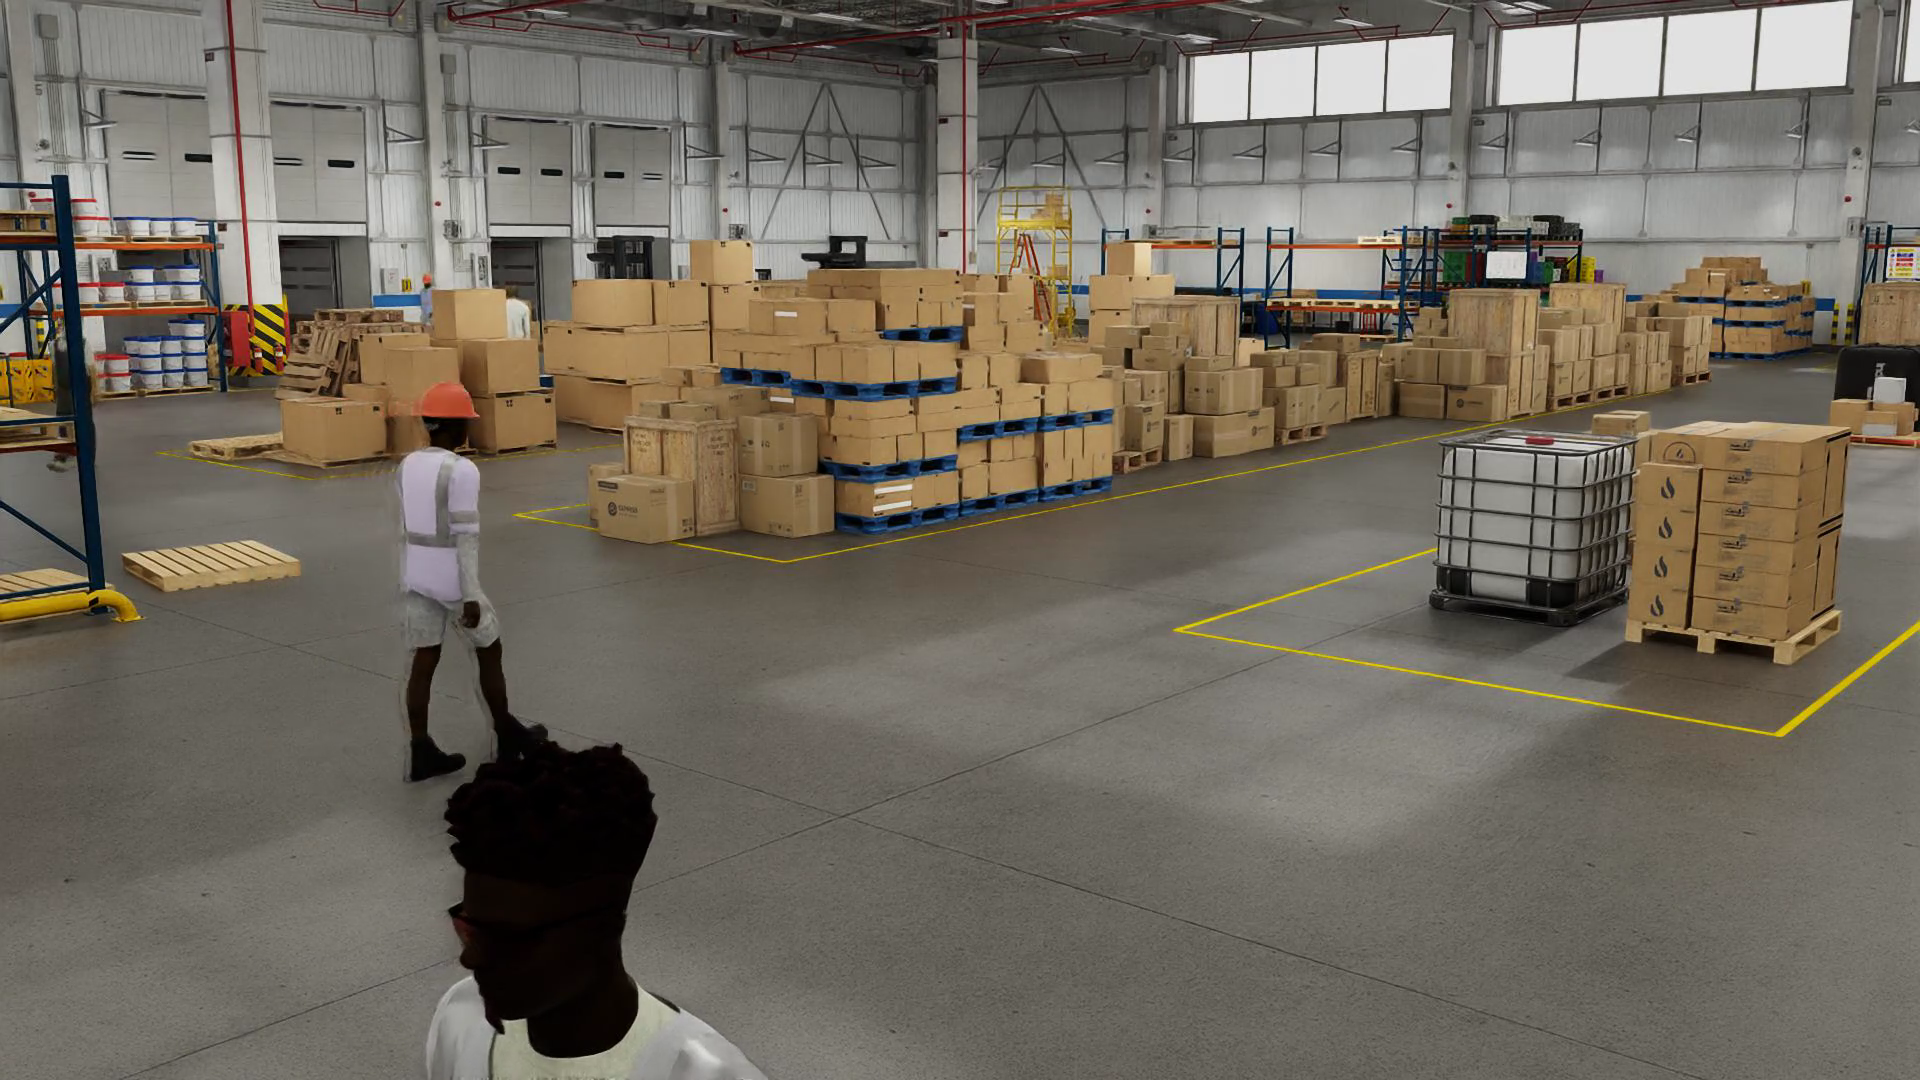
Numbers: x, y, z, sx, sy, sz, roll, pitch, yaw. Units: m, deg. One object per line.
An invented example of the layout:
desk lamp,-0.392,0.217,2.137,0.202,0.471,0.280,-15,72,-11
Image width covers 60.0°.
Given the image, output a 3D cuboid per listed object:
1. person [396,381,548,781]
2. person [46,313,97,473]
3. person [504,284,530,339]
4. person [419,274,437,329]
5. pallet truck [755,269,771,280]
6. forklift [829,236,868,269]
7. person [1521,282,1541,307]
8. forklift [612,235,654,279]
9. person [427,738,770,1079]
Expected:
person,-2.408,0.178,8.140,0.578,1.904,0.860,7,12,33
person,-10.109,-1.661,18.885,0.547,1.807,0.917,-1,10,-5
person,-7.845,-3.516,29.131,0.627,1.928,0.502,-3,10,-18
person,-13.132,-5.594,41.003,0.561,1.907,0.506,3,10,16
pallet truck,-4.996,-6.432,45.525,1.885,1.965,0.823,-6,12,-32
forklift,-2.564,-5.633,38.461,1.129,2.768,1.873,8,13,37
person,10.644,-3.924,31.546,0.883,1.885,0.620,-9,13,-41
forklift,-7.300,-5.450,37.421,1.873,2.768,1.129,8,13,40
person,-0.463,1.202,2.148,0.608,1.966,0.372,7,12,34
